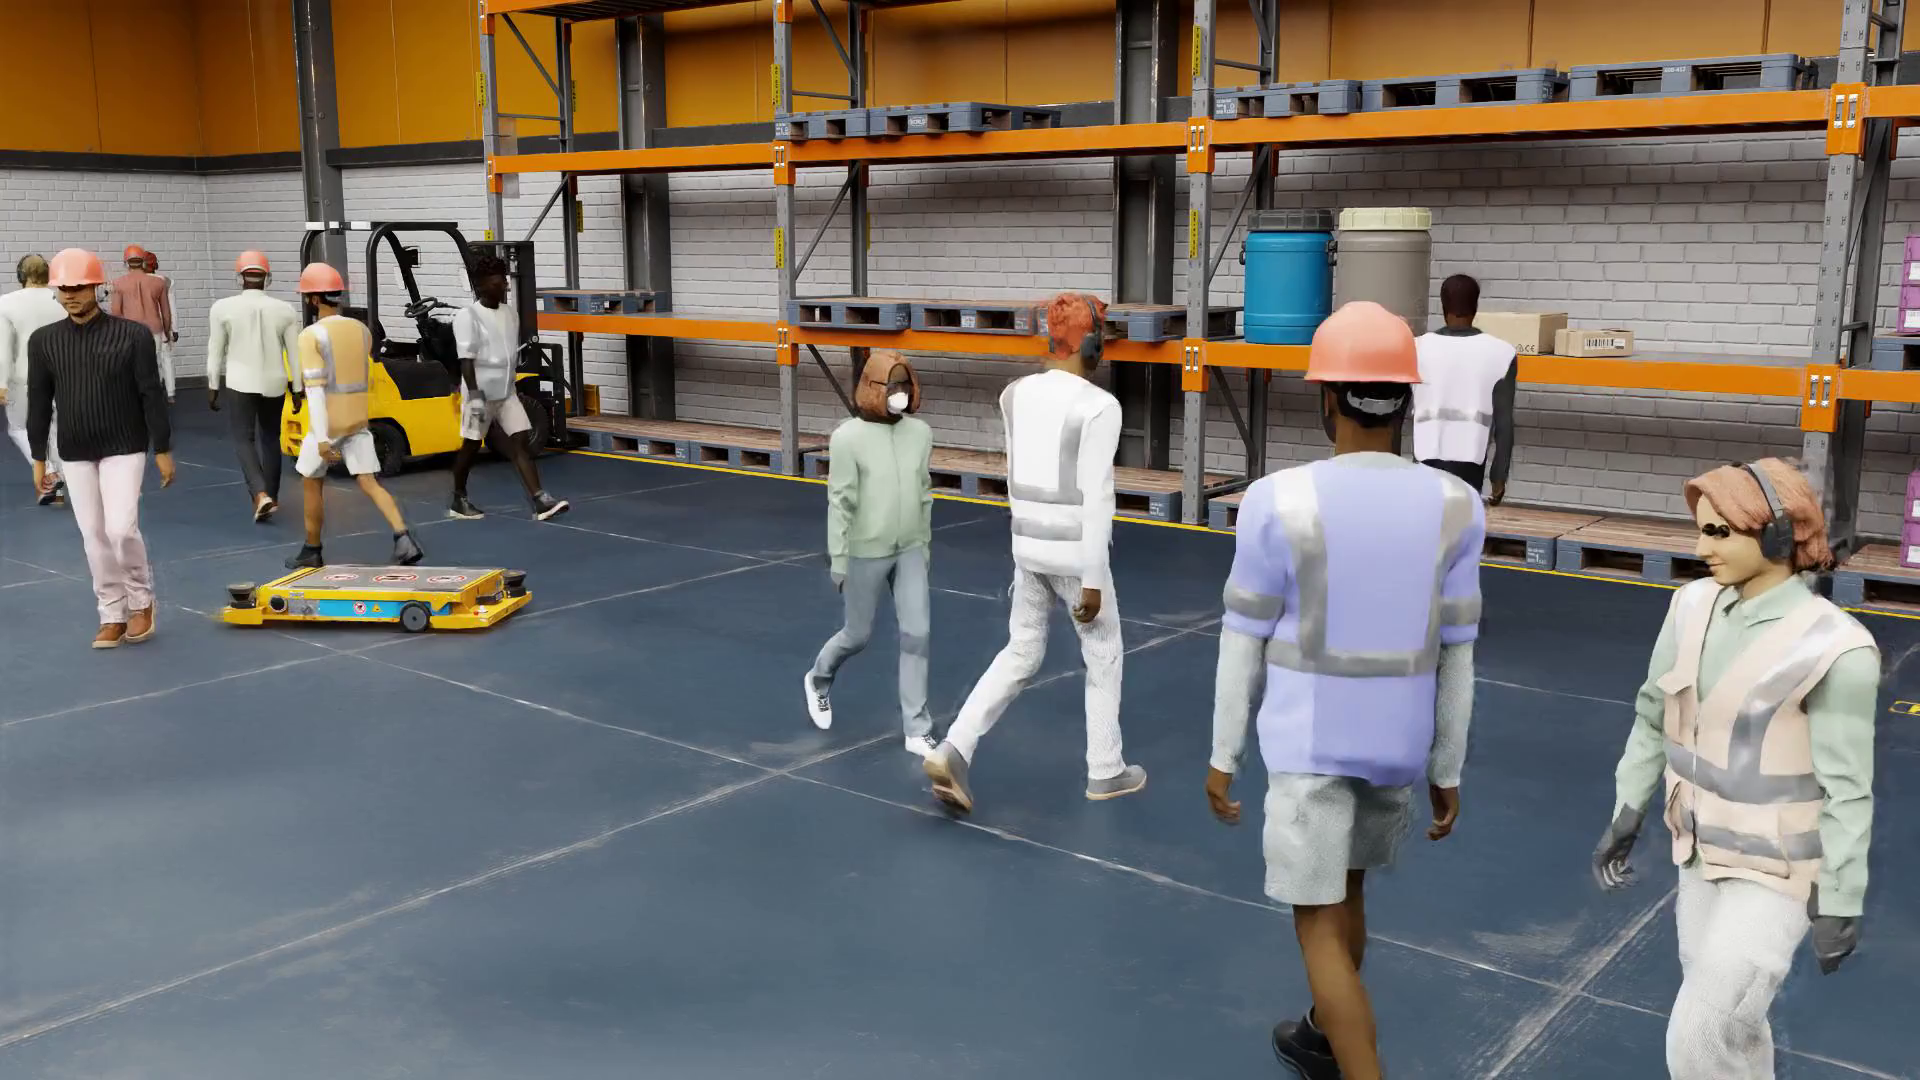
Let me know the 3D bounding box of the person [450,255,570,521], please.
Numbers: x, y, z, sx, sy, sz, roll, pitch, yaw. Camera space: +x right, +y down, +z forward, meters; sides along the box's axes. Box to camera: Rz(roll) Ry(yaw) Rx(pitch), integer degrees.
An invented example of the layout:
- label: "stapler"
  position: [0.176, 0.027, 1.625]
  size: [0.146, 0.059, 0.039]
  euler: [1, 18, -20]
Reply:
- label: "person"
  position: [-3.316, -1.072, 11.926]
  size: [1.019, 1.906, 0.633]
  euler: [6, 12, 29]

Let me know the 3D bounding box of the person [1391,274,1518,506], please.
- label: "person"
  position: [2.444, -0.391, 8.342]
  size: [0.612, 1.855, 1.042]
  euler: [2, 10, 11]

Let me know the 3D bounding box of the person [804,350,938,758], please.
- label: "person"
  position: [-0.345, 0.045, 6.597]
  size: [0.509, 1.608, 0.723]
  euler: [-8, 13, -38]

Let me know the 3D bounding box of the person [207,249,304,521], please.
- label: "person"
  position: [-5.120, -1.132, 12.130]
  size: [0.636, 1.964, 0.913]
  euler: [-7, 13, -35]

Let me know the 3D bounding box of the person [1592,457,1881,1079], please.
- label: "person"
  position: [1.473, 0.647, 3.222]
  size: [0.480, 1.620, 0.508]
  euler: [-2, 10, -9]

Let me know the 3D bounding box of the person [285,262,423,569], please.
- label: "person"
  position: [-3.697, -0.717, 10.038]
  size: [0.955, 1.899, 0.553]
  euler: [5, 11, 27]

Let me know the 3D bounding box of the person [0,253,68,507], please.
- label: "person"
  position: [-6.908, -1.187, 12.522]
  size: [0.465, 1.925, 0.659]
  euler: [8, 13, 38]

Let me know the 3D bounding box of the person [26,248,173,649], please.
- label: "person"
  position: [-4.251, -0.434, 8.193]
  size: [0.654, 1.979, 0.440]
  euler: [0, 10, -2]

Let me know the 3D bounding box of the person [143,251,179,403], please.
- label: "person"
  position: [-9.993, -2.625, 20.625]
  size: [0.570, 1.882, 0.338]
  euler: [-8, 13, -37]

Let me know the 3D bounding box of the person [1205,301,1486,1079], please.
- label: "person"
  position: [0.851, 0.444, 3.582]
  size: [0.558, 1.903, 0.941]
  euler: [-2, 10, -10]

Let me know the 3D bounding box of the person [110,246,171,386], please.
- label: "person"
  position: [-9.476, -2.417, 19.277]
  size: [0.625, 1.943, 0.997]
  euler: [-6, 12, -28]

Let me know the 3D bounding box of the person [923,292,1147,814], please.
- label: "person"
  position: [0.290, 0.061, 5.838]
  size: [0.869, 1.856, 0.581]
  euler: [-9, 14, -41]

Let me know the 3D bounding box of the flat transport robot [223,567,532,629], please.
- label: "flat transport robot"
  position: [-3.098, 0.295, 8.901]
  size: [1.431, 0.197, 0.652]
  euler: [1, 10, 5]

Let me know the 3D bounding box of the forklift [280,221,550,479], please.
- label: "forklift"
  position: [-4.922, -1.741, 14.854]
  size: [1.214, 2.155, 2.313]
  euler: [8, 13, 38]
